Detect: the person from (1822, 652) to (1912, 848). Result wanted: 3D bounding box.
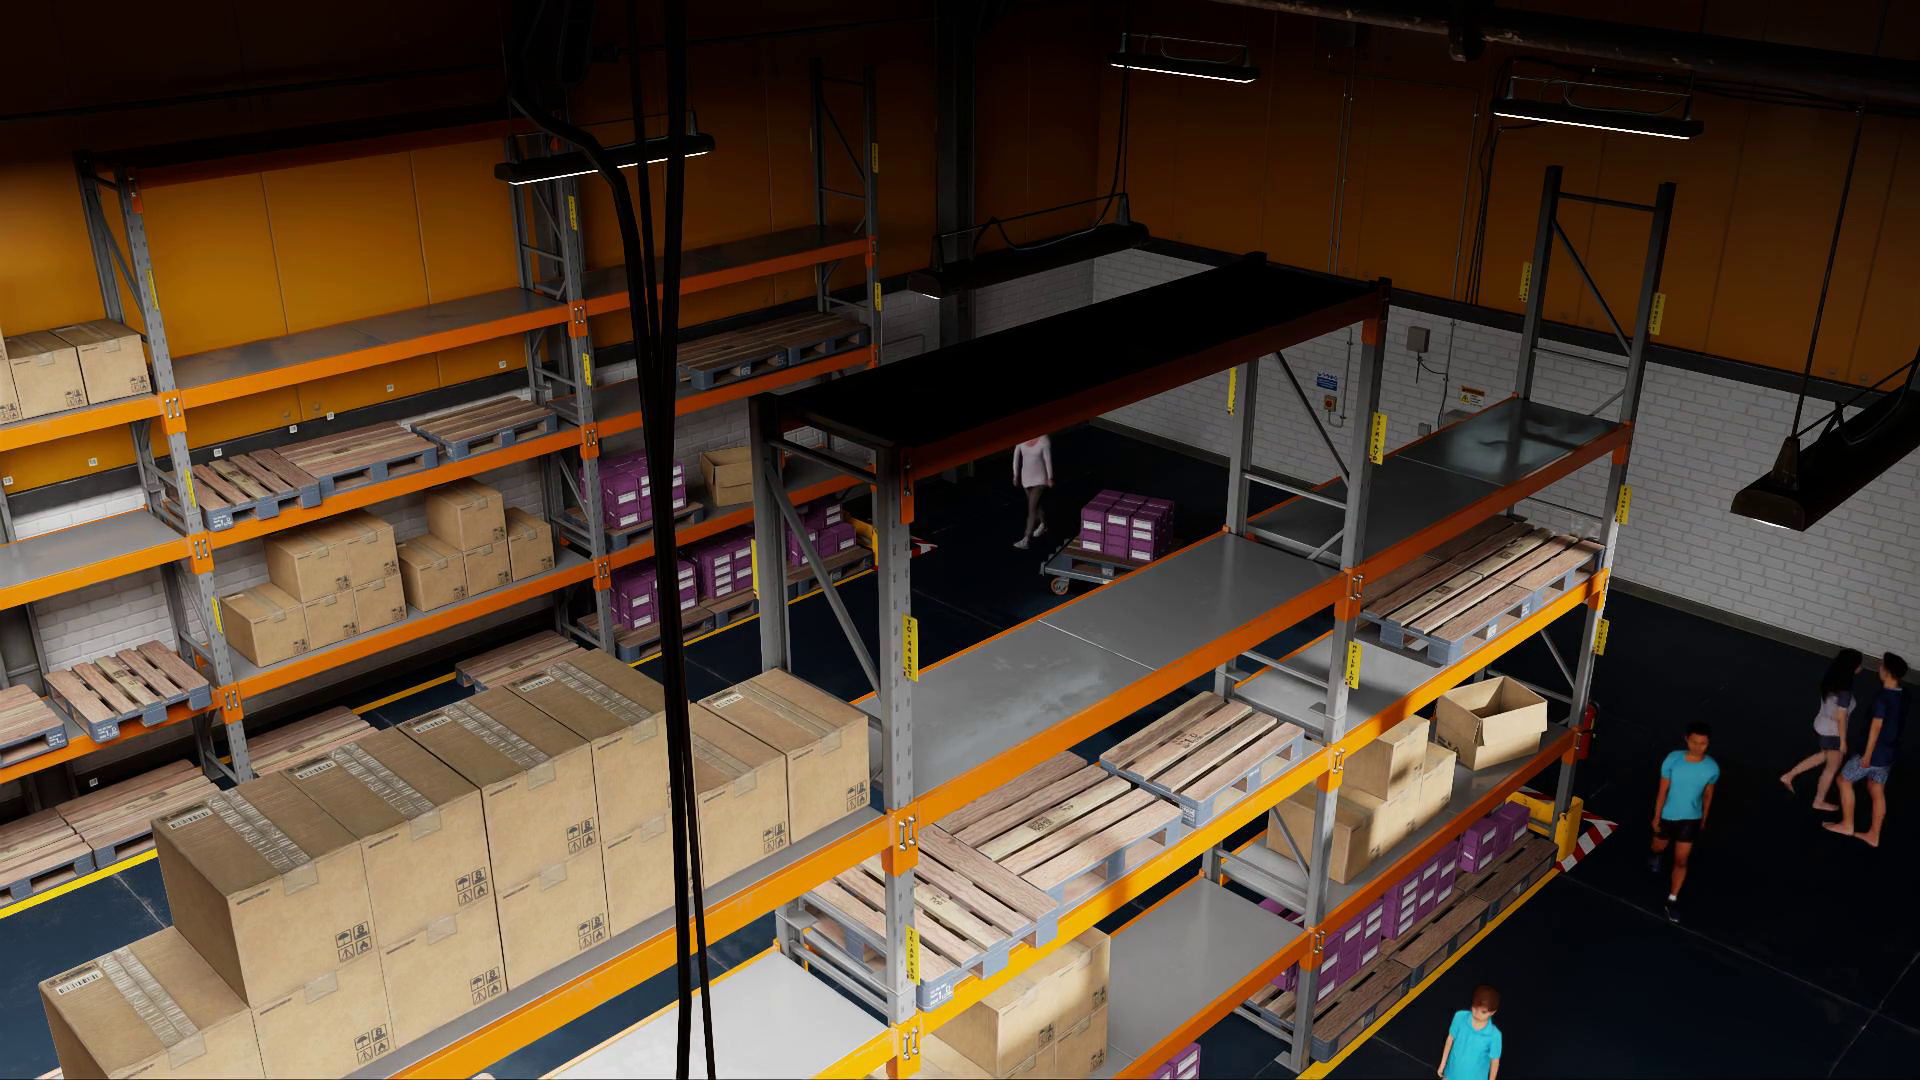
[{"bbox_3d":[8.198,1.912,14.717,0.731,1.827,0.804,-13,27,-27],"label":"person"}]

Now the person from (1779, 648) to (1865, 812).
[{"bbox_3d":[7.920,1.739,15.283,0.882,1.692,0.844,3,24,7],"label":"person"}]

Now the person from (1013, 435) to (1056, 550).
[{"bbox_3d":[0.972,-0.799,20.978,0.794,1.781,1.172,15,28,31],"label":"person"}]

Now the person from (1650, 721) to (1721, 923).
[{"bbox_3d":[6.028,2.274,13.995,0.923,1.742,1.168,7,25,16],"label":"person"}]

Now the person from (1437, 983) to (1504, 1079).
[{"bbox_3d":[3.476,3.601,11.339,0.800,1.438,0.545,-21,31,-40],"label":"person"}]
